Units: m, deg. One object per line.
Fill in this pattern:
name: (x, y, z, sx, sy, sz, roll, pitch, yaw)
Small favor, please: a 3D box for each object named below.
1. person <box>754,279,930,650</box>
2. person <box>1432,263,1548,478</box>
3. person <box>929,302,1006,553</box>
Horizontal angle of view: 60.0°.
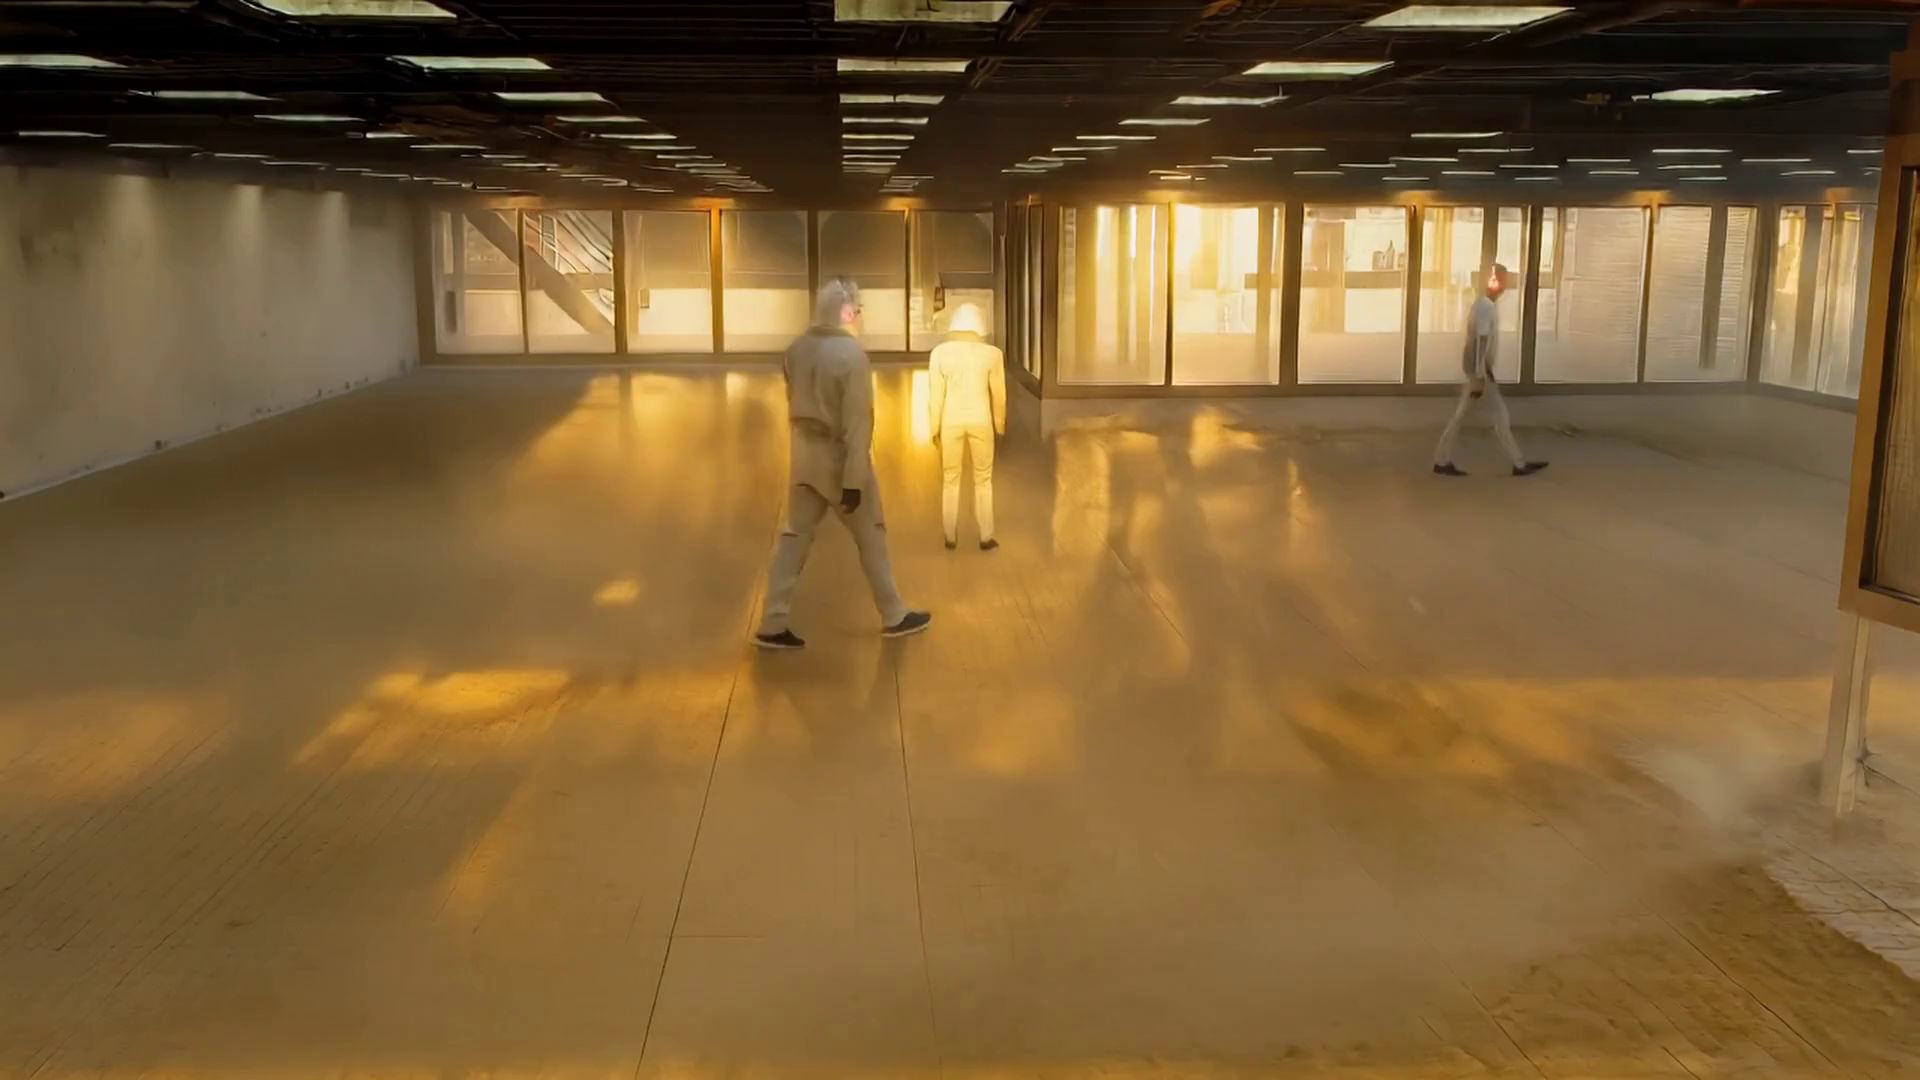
person: (-0.624, -0.376, 8.353, 0.638, 1.858, 0.999, 10, 14, 43)
person: (4.495, -1.419, 14.076, 0.961, 1.817, 0.551, 1, 11, 6)
person: (0.052, -0.727, 10.844, 0.507, 1.631, 0.275, 2, 11, 11)
